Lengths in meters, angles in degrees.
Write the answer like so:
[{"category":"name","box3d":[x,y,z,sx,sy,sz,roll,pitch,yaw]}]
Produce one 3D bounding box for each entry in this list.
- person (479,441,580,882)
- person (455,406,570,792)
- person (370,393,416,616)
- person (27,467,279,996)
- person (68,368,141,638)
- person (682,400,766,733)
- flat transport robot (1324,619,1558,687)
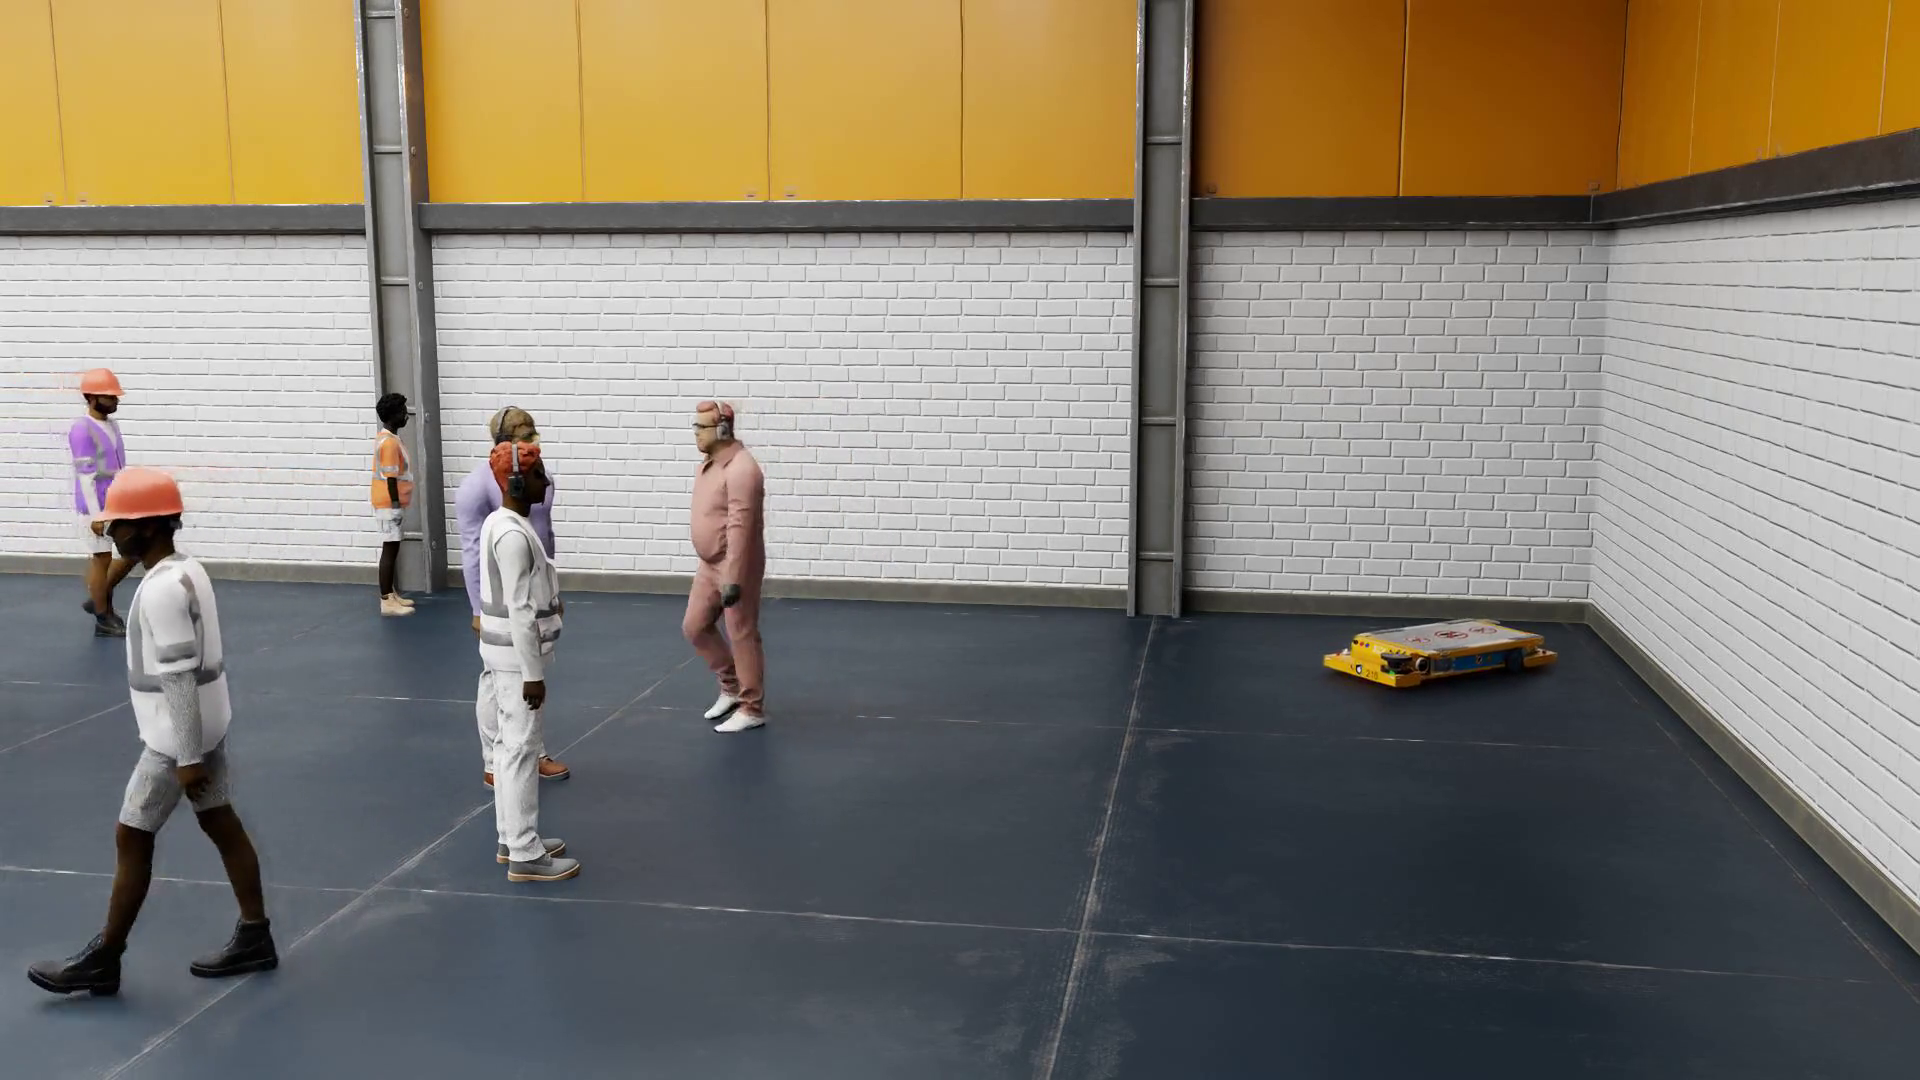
[{"category":"person","box3d":[-1.876,0.516,7.150,0.355,1.883,0.573,-4,10,-22]},{"category":"person","box3d":[-2.223,0.296,8.336,0.357,1.937,0.637,4,10,25]},{"category":"person","box3d":[-4.302,-0.270,12.614,0.320,1.690,0.535,-3,10,-19]},{"category":"person","box3d":[-2.957,0.691,5.992,0.906,1.902,0.577,-2,9,-14]},{"category":"person","box3d":[-6.035,-0.252,11.762,0.413,1.924,0.547,1,9,4]},{"category":"person","box3d":[-1.315,0.154,9.370,0.435,1.888,0.668,-6,11,-32]},{"category":"flat transport robot","box3d":[3.146,0.720,10.847,1.431,0.197,0.652,-5,11,-29]}]
